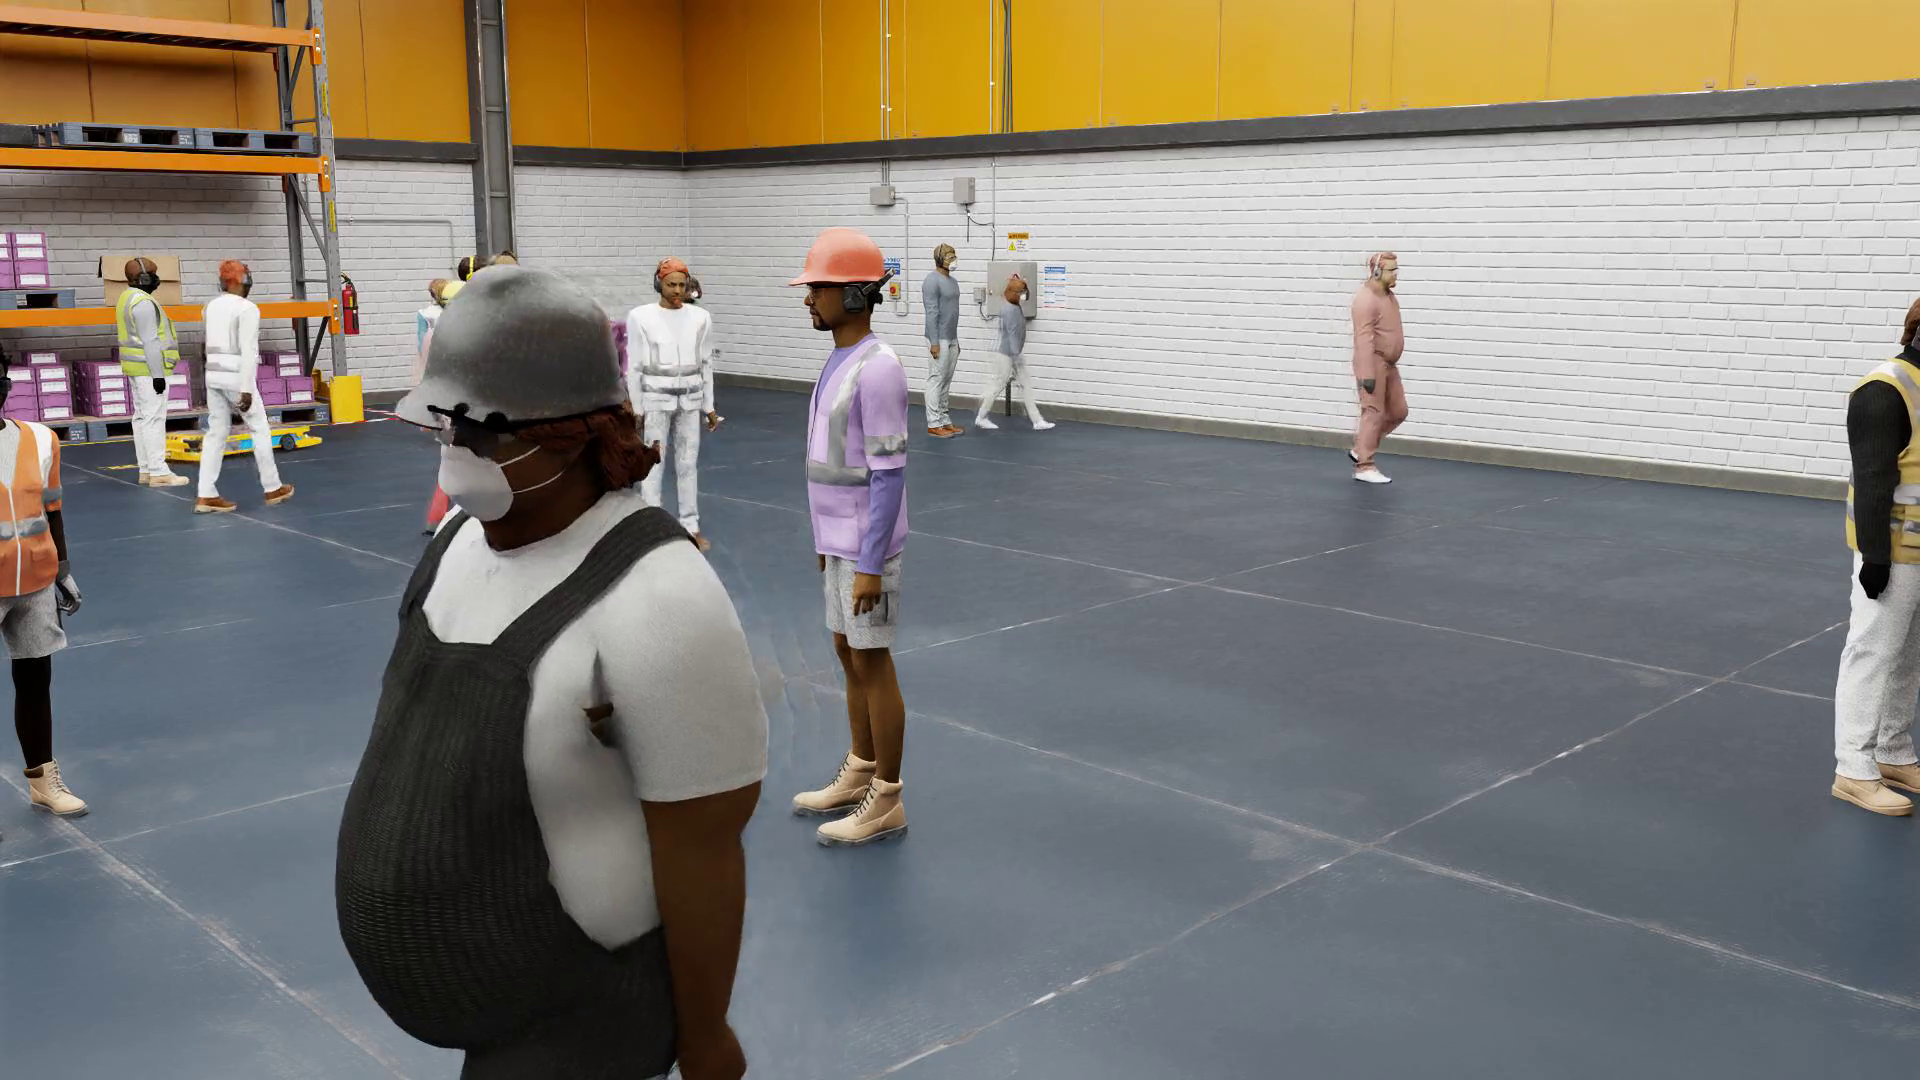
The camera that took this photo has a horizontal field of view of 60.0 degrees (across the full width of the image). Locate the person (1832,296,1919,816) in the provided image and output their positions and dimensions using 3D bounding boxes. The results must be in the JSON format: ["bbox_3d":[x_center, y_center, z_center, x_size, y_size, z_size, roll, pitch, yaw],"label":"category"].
[{"bbox_3d":[3.383,0.038,5.897,0.621,1.838,0.429,-7,13,-35],"label":"person"}]

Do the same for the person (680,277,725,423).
[{"bbox_3d":[-2.934,-2.064,18.048,0.890,1.582,0.507,5,12,27],"label":"person"}]

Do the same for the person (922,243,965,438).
[{"bbox_3d":[-0.164,-2.006,16.763,0.372,1.940,0.631,4,11,21],"label":"person"}]

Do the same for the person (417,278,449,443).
[{"bbox_3d":[-4.950,-1.716,16.073,0.522,1.615,0.661,-6,12,-31],"label":"person"}]

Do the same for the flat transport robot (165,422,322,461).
[{"bbox_3d":[-6.711,-0.924,15.412,0.652,0.197,1.431,5,12,26],"label":"flat transport robot"}]

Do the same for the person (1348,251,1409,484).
[{"bbox_3d":[3.436,-1.403,13.603,0.437,1.888,0.666,7,12,33],"label":"person"}]

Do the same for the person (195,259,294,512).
[{"bbox_3d":[-5.350,-1.143,12.309,0.602,1.833,0.924,5,11,24],"label":"person"}]

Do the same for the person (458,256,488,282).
[{"bbox_3d":[-3.716,-1.227,12.753,0.406,1.872,0.570,-4,11,-20],"label":"person"}]

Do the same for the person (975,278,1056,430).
[{"bbox_3d":[0.545,-1.926,17.287,0.845,1.584,0.522,4,11,19],"label":"person"}]

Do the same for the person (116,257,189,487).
[{"bbox_3d":[-6.552,-1.356,13.473,0.429,1.846,0.628,-8,13,-38],"label":"person"}]

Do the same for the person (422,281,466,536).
[{"bbox_3d":[-3.394,-0.888,11.281,0.546,1.719,0.916,5,11,25],"label":"person"}]

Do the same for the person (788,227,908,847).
[{"bbox_3d":[-0.367,-0.002,5.544,0.378,2.045,0.605,-3,11,-18],"label":"person"}]

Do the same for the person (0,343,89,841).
[{"bbox_3d":[-3.253,0.157,5.627,0.319,1.697,0.533,6,12,31],"label":"person"}]

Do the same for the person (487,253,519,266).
[{"bbox_3d":[-2.752,-0.765,10.045,0.796,1.920,0.634,6,12,28],"label":"person"}]

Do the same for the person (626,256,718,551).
[{"bbox_3d":[-1.829,-0.849,10.593,0.573,1.887,0.355,-6,12,-29],"label":"person"}]

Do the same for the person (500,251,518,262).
[{"bbox_3d":[-4.971,-2.284,18.551,0.538,1.843,0.757,0,10,-2],"label":"person"}]
